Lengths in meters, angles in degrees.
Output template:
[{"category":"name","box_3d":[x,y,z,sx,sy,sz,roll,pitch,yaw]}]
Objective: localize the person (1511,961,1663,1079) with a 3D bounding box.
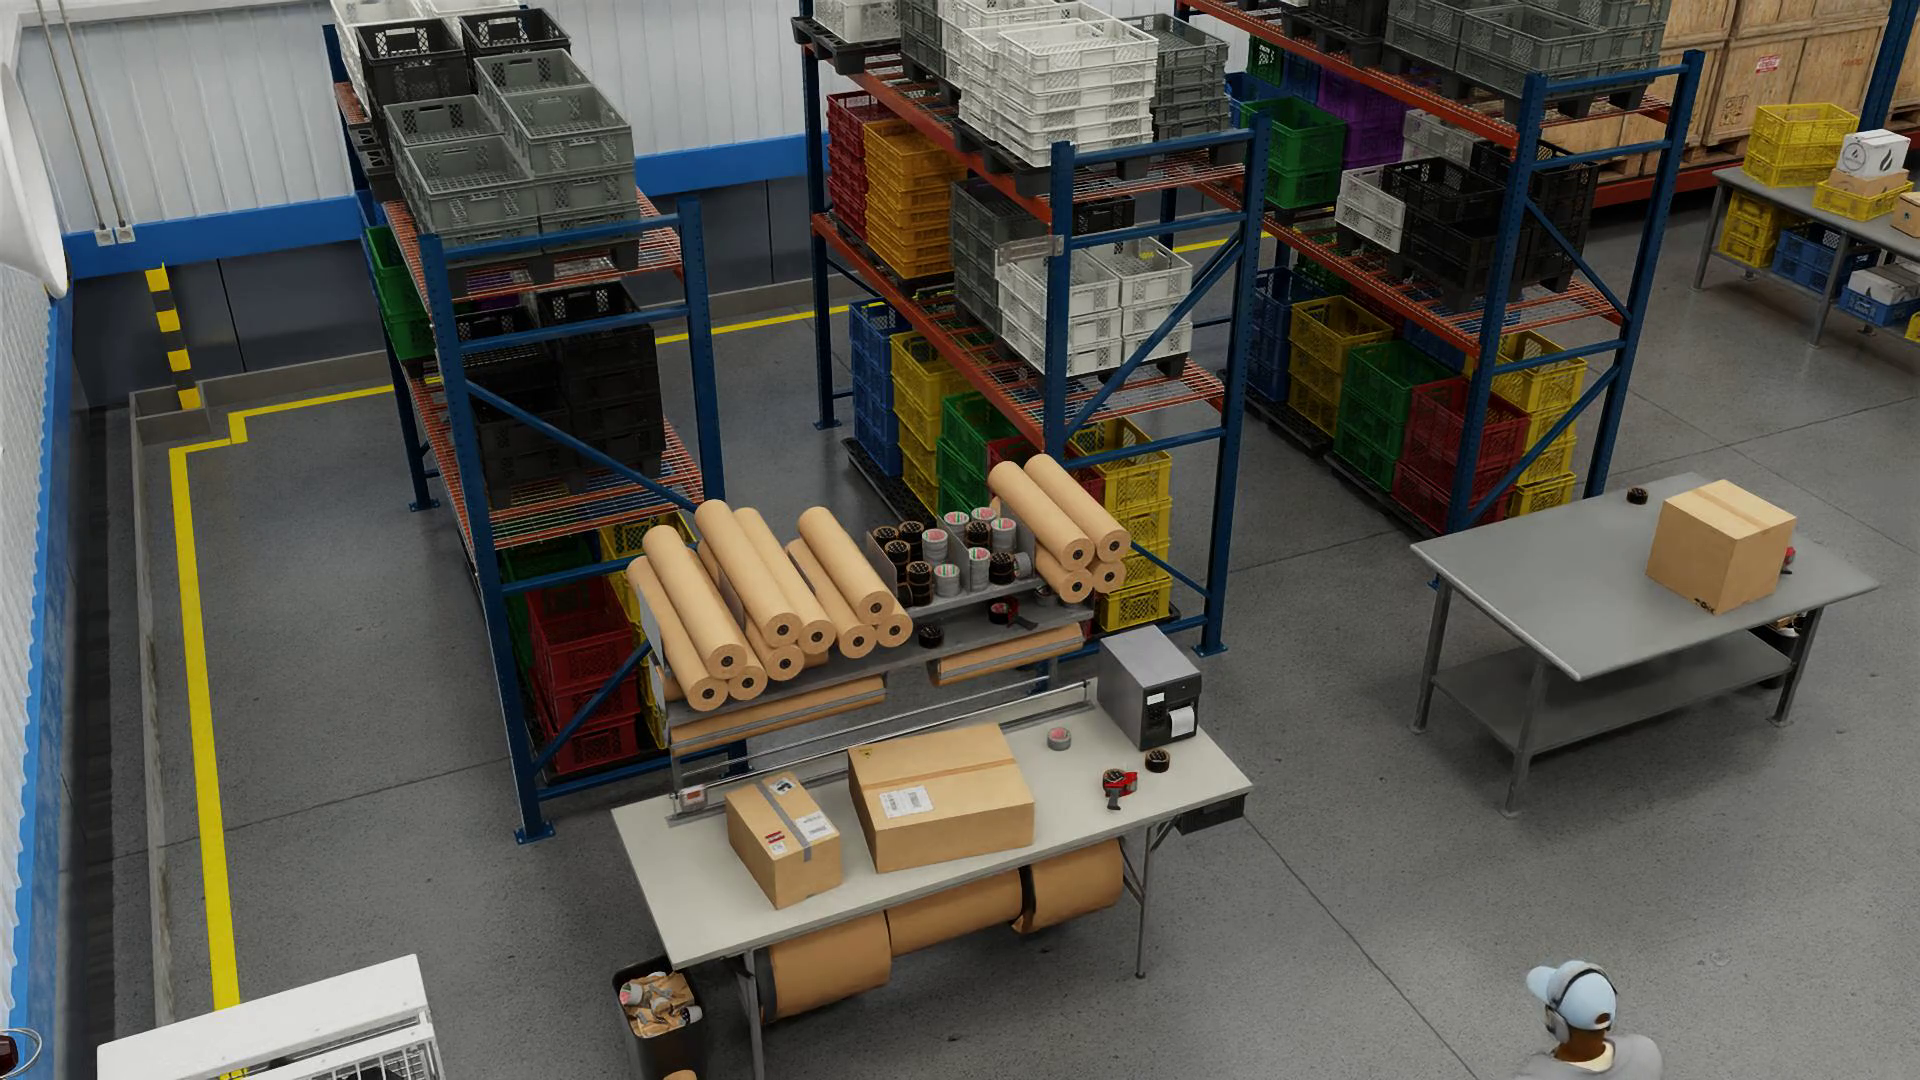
[{"category":"person","box_3d":[1.803,2.010,5.200,0.587,1.848,0.398,-13,34,-20]}]
